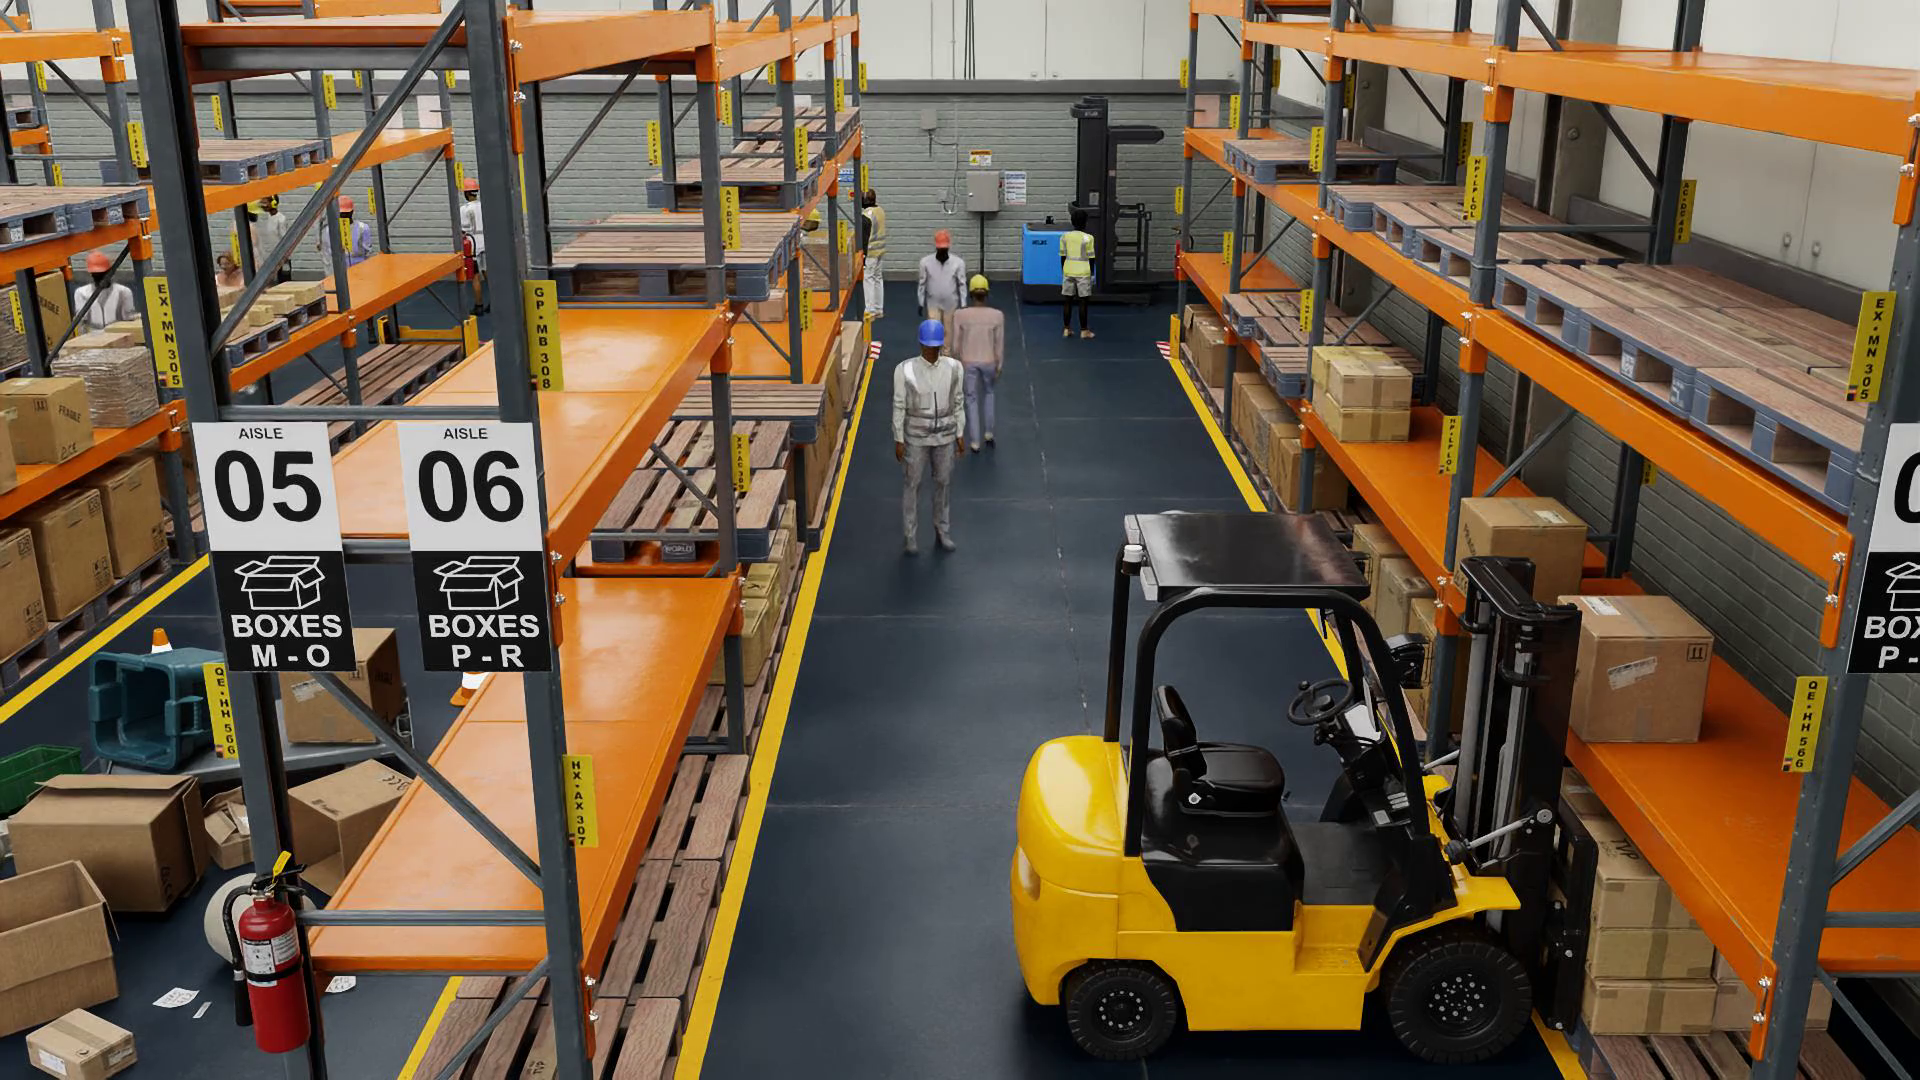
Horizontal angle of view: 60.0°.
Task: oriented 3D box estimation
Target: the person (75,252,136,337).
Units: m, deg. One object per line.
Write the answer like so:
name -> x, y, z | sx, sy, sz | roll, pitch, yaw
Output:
person -> -8.805, -2.042, 17.240 | 0.542, 1.890, 1.018 | -5, 19, -14

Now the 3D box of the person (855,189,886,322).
person -> -1.256, -3.966, 23.132 | 0.429, 1.835, 0.625 | 7, 20, 20

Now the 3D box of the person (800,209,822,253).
person -> -1.946, -3.473, 21.798 | 0.324, 1.731, 0.490 | 0, 18, -1

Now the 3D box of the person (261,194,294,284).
person -> -9.234, -3.804, 22.603 | 0.329, 1.861, 0.506 | -15, 24, -38

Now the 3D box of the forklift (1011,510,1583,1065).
forklift -> 1.387, 1.055, 7.378 | 2.313, 2.155, 1.214 | 0, 18, 0

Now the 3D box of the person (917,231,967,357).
person -> -0.207, -2.795, 19.768 | 0.591, 1.711, 0.802 | -1, 18, -2

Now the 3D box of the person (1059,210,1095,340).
person -> 1.553, -3.493, 21.913 | 0.531, 1.692, 0.320 | 12, 22, 33

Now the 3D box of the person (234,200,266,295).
person -> -9.340, -3.572, 21.836 | 0.466, 1.900, 0.758 | -11, 21, -31

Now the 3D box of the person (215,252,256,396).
person -> -8.239, -2.436, 18.837 | 0.521, 1.620, 0.573 | 0, 18, -1

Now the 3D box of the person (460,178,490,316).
person -> -6.838, -4.135, 23.496 | 0.389, 1.930, 0.540 | 10, 21, 27

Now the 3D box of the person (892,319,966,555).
person -> -0.243, -0.838, 13.490 | 0.615, 1.942, 0.407 | -6, 19, -17

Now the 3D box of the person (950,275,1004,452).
person -> 0.162, -1.794, 16.712 | 0.534, 1.738, 0.786 | -1, 18, -4

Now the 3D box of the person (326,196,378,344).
person -> -7.866, -3.484, 21.531 | 0.541, 1.928, 0.398 | -4, 19, -12

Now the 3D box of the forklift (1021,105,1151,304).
forklift -> 1.857, -4.944, 24.441 | 1.873, 2.768, 1.129 | 0, 18, 0
